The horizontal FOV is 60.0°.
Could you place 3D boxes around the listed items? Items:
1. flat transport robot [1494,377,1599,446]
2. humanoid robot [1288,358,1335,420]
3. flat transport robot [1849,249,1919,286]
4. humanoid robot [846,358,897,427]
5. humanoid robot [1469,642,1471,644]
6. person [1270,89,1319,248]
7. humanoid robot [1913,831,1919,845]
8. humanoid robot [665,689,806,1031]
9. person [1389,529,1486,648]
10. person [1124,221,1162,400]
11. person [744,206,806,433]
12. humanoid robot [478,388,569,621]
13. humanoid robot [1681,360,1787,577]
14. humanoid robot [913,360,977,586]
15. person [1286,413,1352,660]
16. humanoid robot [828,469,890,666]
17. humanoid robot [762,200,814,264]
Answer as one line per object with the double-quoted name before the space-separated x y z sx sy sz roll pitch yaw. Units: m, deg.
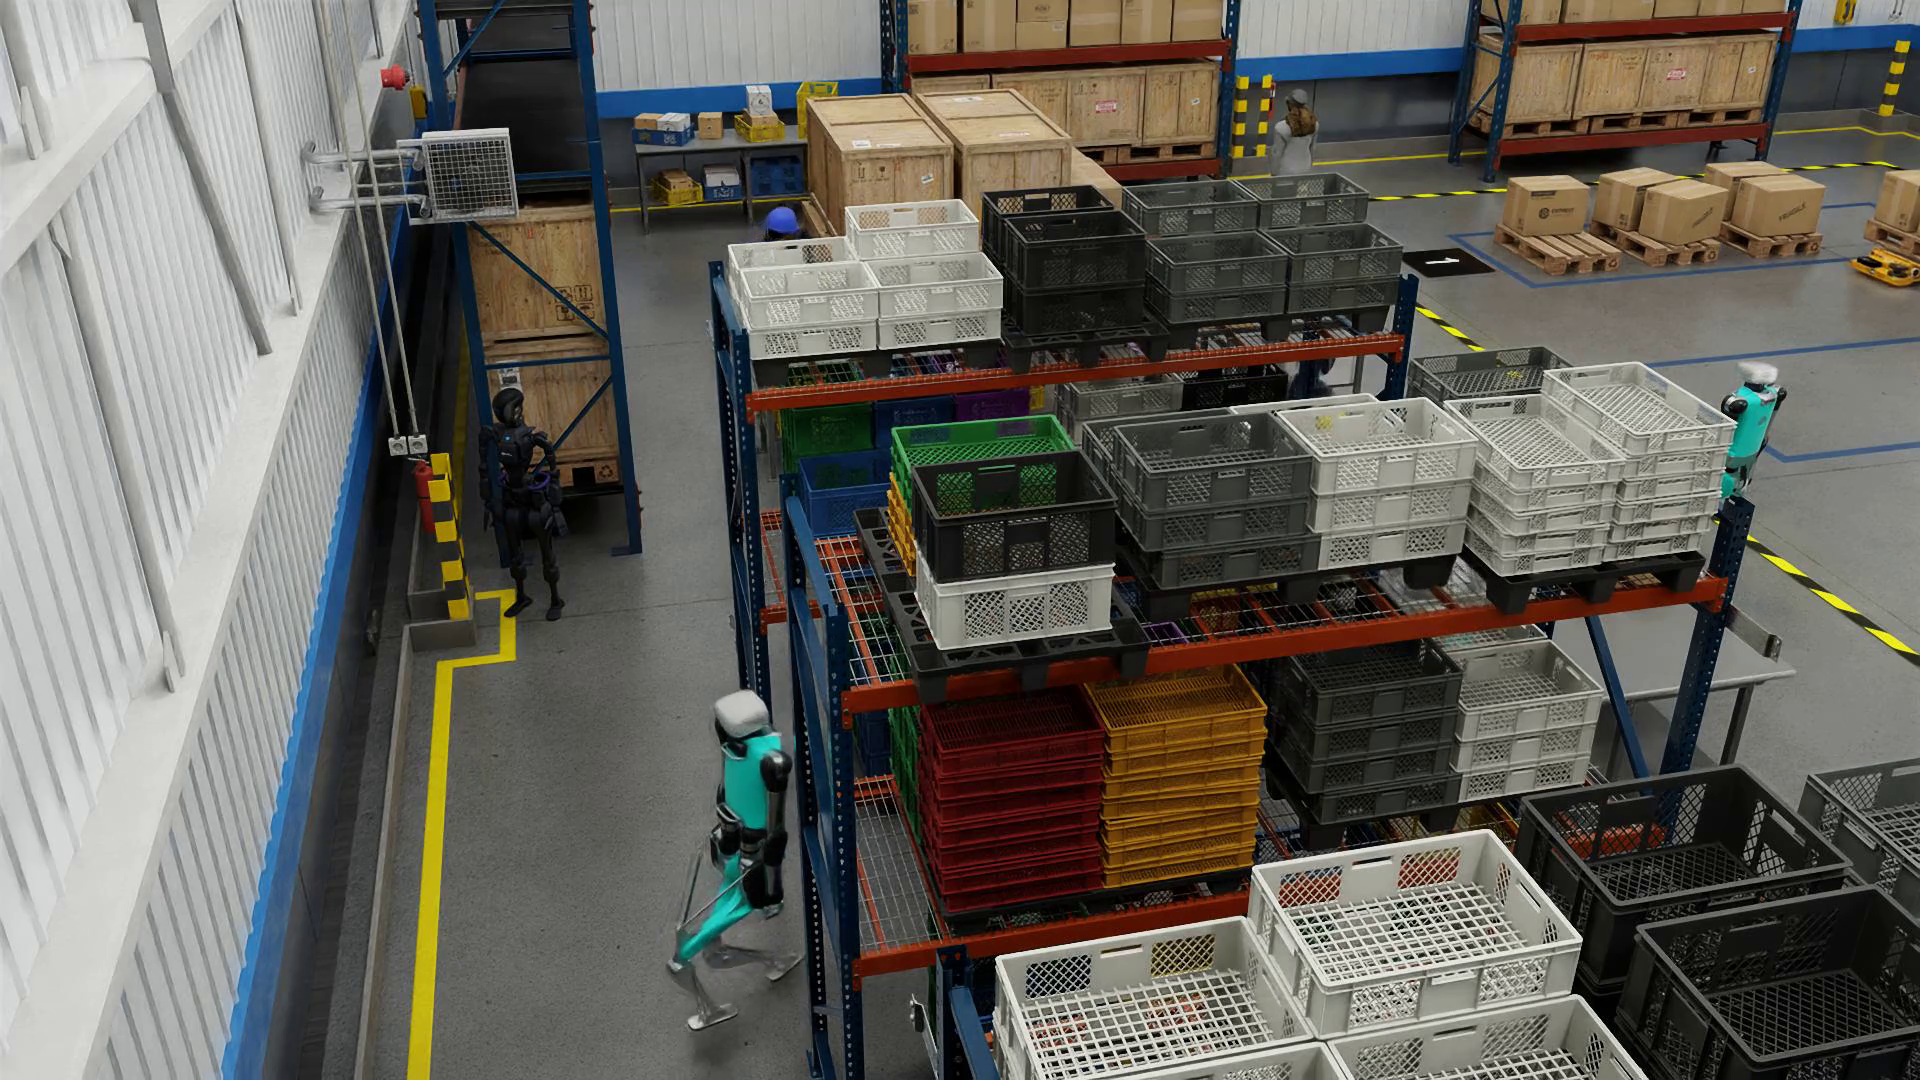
"flat transport robot" 4.780 -1.036 14.013 0.659 0.231 1.431 -6 28 -12
"humanoid robot" 2.343 -0.582 11.652 0.627 1.634 0.610 -11 30 -20
"flat transport robot" 10.265 -2.946 17.607 1.431 0.197 0.652 -8 29 -14
"humanoid robot" -0.406 -0.625 11.588 0.672 1.751 0.549 -17 32 -29
"humanoid robot" 2.884 0.402 9.735 0.692 1.803 0.537 24 36 38
"person" 3.598 -3.984 17.995 0.563 1.769 0.400 -14 31 -24
"humanoid robot" 4.384 1.681 7.359 0.403 1.646 0.603 -18 33 -30
"humanoid robot" -1.084 1.532 7.560 0.965 1.749 0.550 -18 33 -30
"person" 2.688 0.436 9.513 0.613 1.859 0.640 -5 28 -10
"person" 1.444 -1.570 13.121 0.366 2.047 0.605 -6 28 -11
"person" -1.512 -1.771 13.642 0.626 1.919 0.692 15 31 26
"humanoid robot" -2.866 -0.232 10.962 0.599 1.655 0.315 6 28 11
"humanoid robot" 5.022 -0.485 11.249 0.533 1.676 0.735 -15 31 -27
"humanoid robot" -0.260 -0.350 11.186 0.747 1.821 0.543 -12 30 -22
"person" 2.222 0.049 10.278 0.599 1.827 0.404 0 28 1
"humanoid robot" -0.663 0.073 10.411 0.534 1.640 0.610 -10 30 -19
"humanoid robot" -1.525 -2.192 14.727 0.609 1.623 0.528 -23 35 -36
